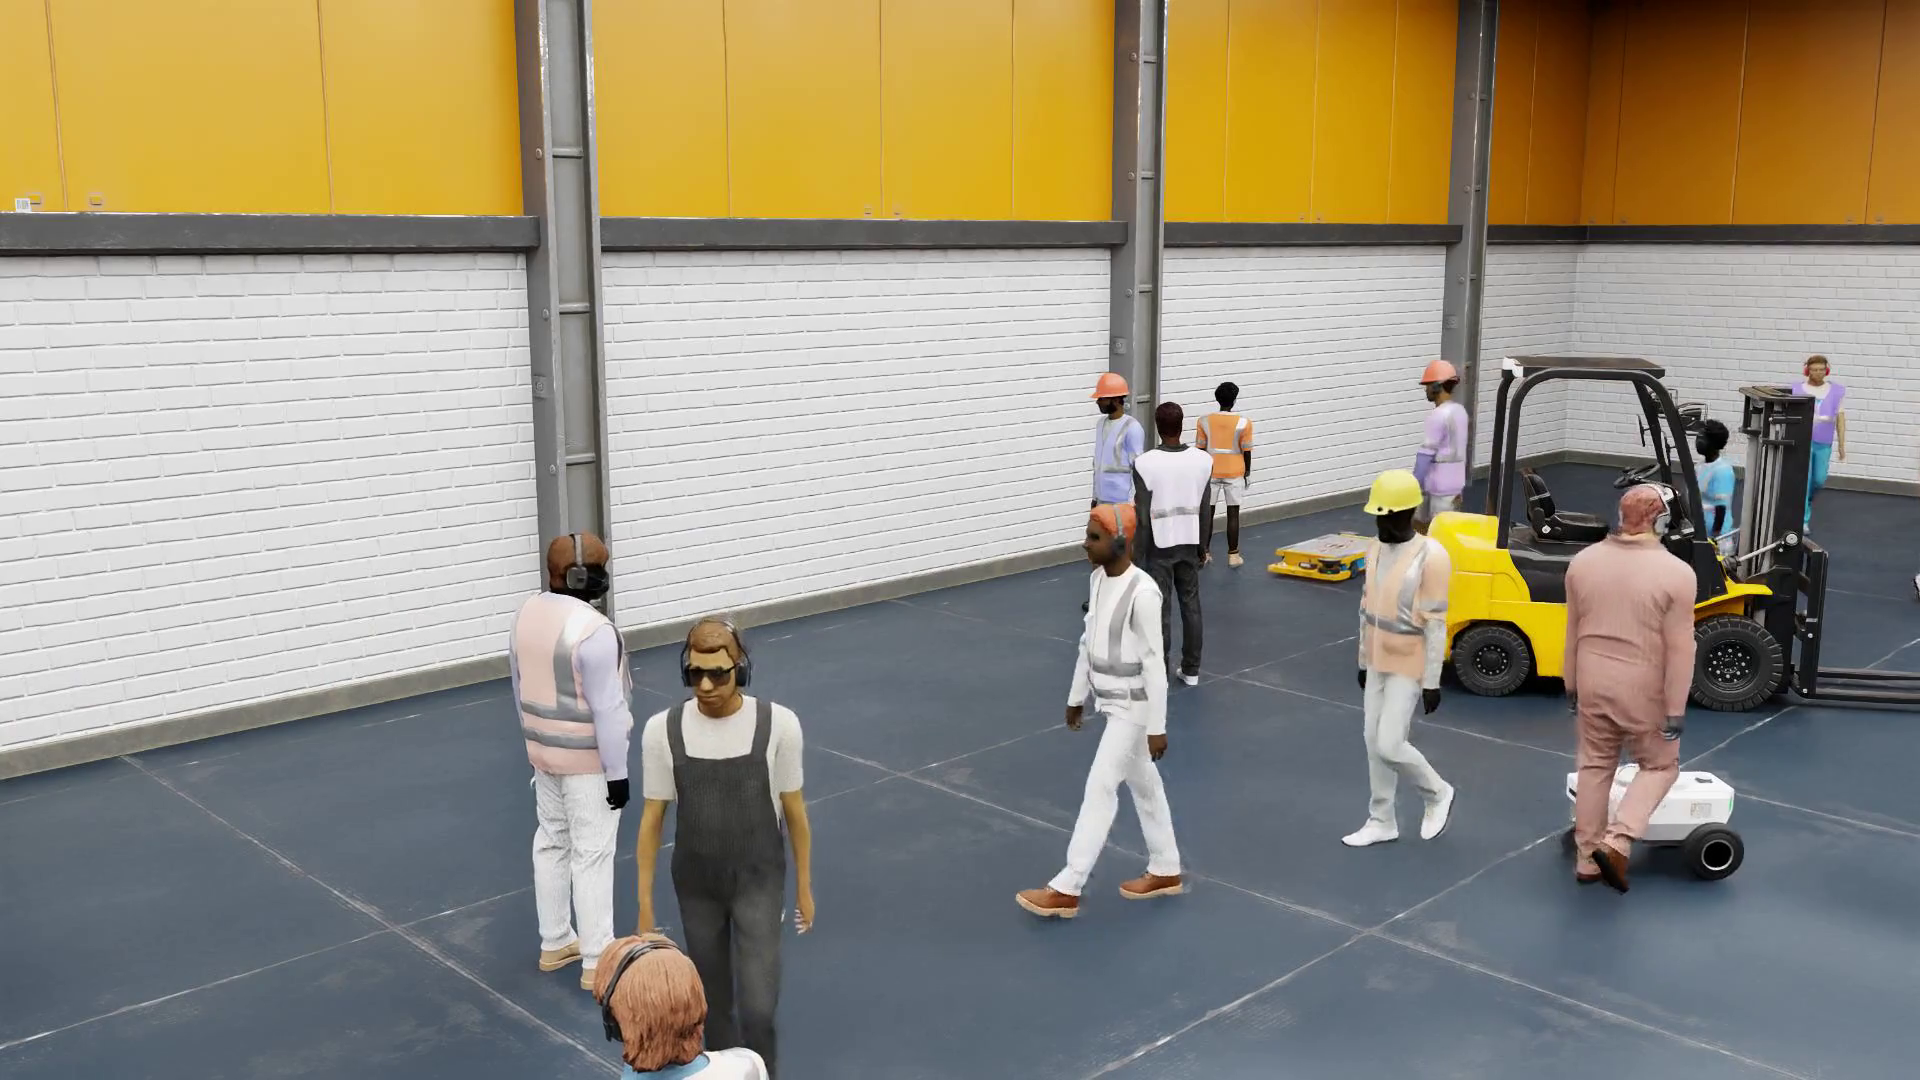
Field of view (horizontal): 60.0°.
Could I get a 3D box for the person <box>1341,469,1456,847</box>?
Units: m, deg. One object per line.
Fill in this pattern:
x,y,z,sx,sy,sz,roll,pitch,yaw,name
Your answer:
2.143,0.589,8.090,0.500,1.905,0.607,-4,11,-21,person

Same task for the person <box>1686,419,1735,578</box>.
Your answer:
5.636,-0.069,12.359,0.800,1.668,0.538,0,10,2,person

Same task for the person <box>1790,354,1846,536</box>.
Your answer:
8.671,-0.993,16.960,0.573,1.824,0.809,2,11,10,person

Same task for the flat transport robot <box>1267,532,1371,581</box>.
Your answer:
3.428,0.136,15.030,0.652,0.197,1.431,9,13,40,flat transport robot

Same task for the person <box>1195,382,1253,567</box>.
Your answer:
2.398,-0.593,15.134,0.535,1.691,0.319,3,11,18,person

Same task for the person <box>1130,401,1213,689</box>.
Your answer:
1.402,0.043,11.052,0.590,1.916,0.398,-4,11,-22,person

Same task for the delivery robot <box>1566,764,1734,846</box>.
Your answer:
3.285,1.247,7.942,0.707,0.478,0.477,0,10,-1,delivery robot

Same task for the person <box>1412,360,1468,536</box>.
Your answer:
3.774,-0.434,13.381,0.748,2.013,0.624,5,12,27,person

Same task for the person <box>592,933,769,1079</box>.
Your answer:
-0.597,1.590,3.370,0.525,1.639,0.307,-9,14,-41,person

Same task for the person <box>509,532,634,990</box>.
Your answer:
-1.529,0.877,6.709,0.629,1.840,0.429,10,14,43,person

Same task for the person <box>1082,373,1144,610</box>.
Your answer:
1.206,-0.354,13.164,0.361,1.933,0.552,-6,12,-31,person

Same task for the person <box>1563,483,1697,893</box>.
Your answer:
3.026,0.689,7.592,0.491,1.894,0.661,-8,13,-38,person

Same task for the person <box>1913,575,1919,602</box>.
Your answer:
7.867,-0.255,13.174,0.531,1.736,0.821,-1,10,-4,person

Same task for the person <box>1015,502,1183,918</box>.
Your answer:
0.623,0.751,7.388,0.925,1.837,0.600,-3,11,-14,person

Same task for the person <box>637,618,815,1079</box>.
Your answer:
-0.756,1.149,5.268,0.557,1.819,0.684,0,10,1,person

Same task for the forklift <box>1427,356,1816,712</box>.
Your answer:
4.276,-0.101,11.076,2.313,2.155,1.214,2,11,13,forklift
